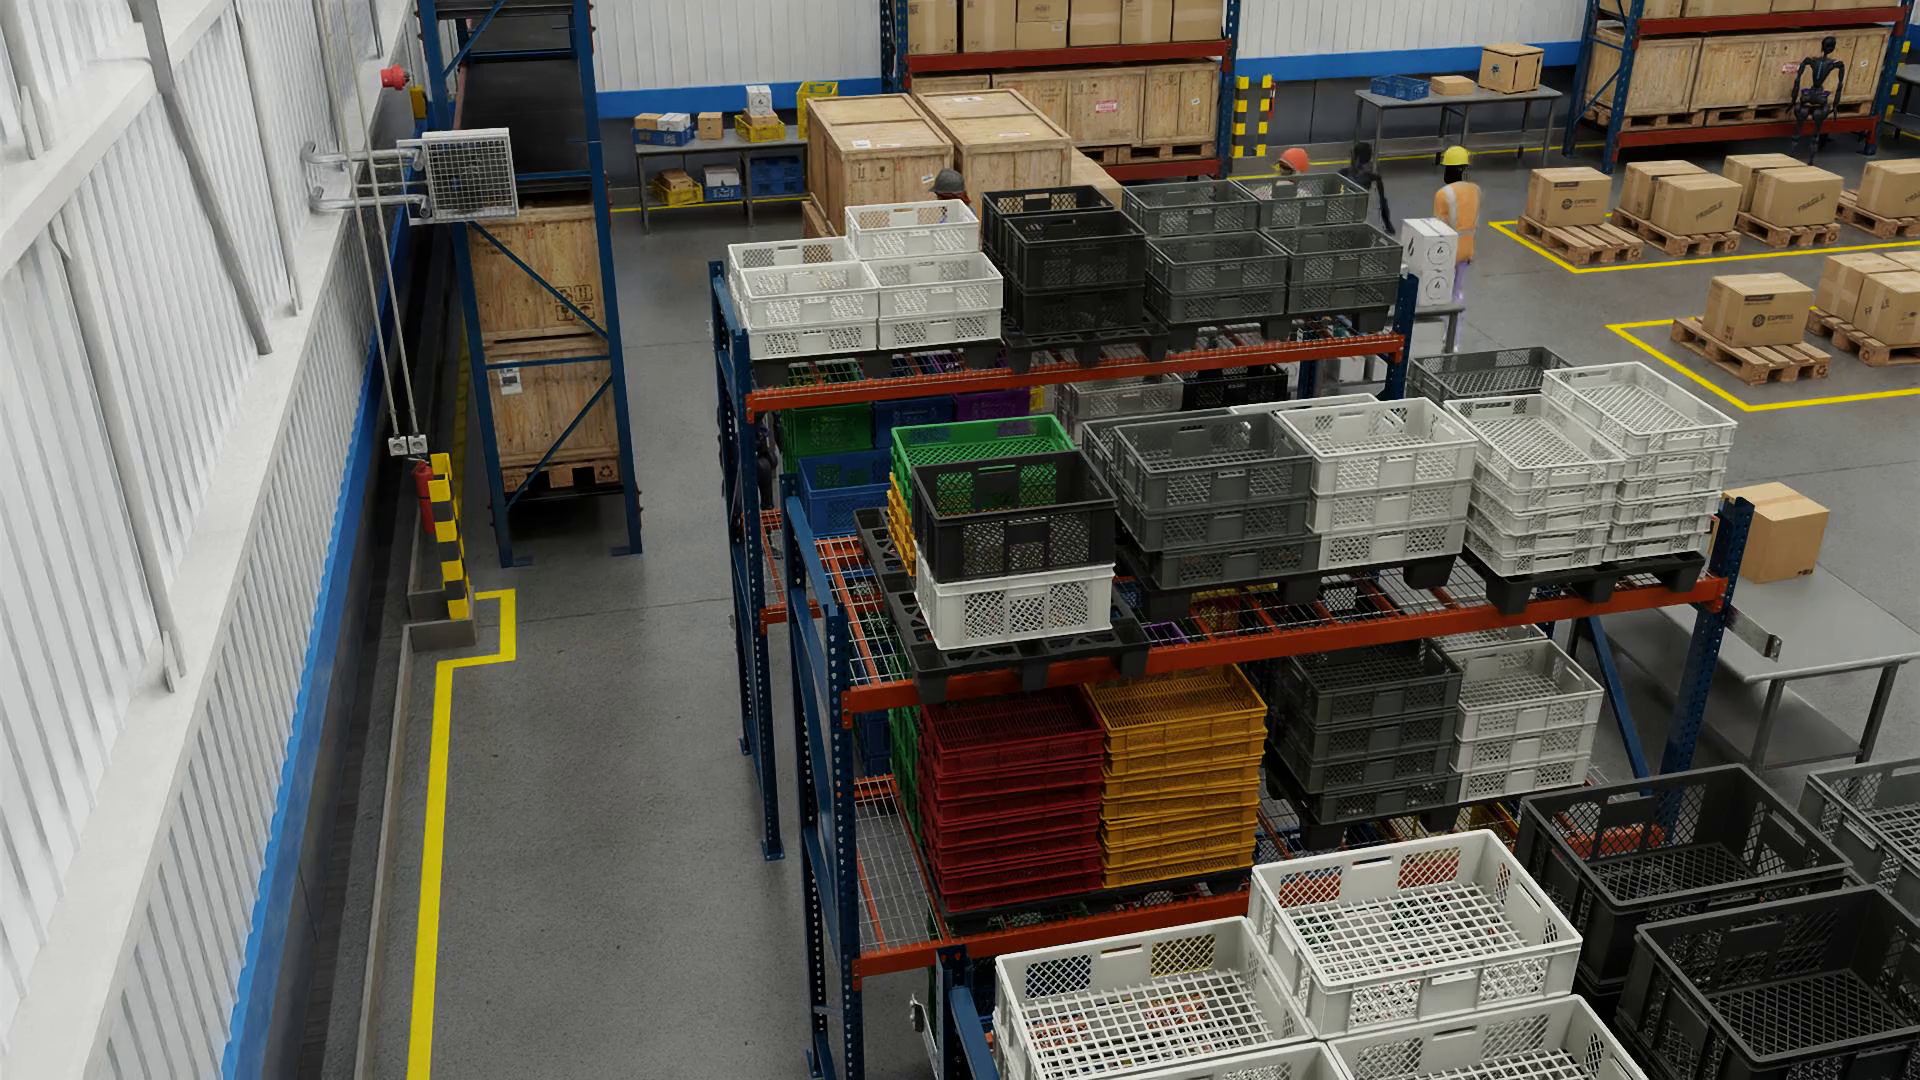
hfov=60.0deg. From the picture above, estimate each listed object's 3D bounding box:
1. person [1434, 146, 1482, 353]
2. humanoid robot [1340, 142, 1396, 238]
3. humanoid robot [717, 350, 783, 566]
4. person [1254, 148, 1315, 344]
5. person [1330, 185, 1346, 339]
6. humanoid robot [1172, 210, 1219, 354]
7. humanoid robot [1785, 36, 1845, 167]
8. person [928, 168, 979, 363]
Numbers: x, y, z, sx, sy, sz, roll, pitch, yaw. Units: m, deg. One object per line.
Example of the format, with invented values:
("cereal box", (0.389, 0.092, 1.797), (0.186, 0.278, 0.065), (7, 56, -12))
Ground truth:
("person", (4.520, -2.663, 15.356), (0.612, 1.890, 0.554), (-16, 32, -28))
("humanoid robot", (3.904, -3.134, 16.541), (0.817, 1.616, 0.533), (-19, 33, -32))
("humanoid robot", (-1.445, -0.575, 11.624), (0.330, 1.647, 0.594), (24, 36, 37))
("person", (2.955, -2.604, 15.207), (0.625, 1.954, 0.833), (15, 31, 26))
("person", (3.293, -2.292, 14.789), (0.314, 1.768, 0.524), (-19, 33, -32))
("humanoid robot", (2.066, -2.115, 14.559), (0.708, 1.633, 0.413), (-1, 28, -2))
("humanoid robot", (10.752, -5.494, 20.945), (0.609, 1.657, 0.315), (18, 33, 30))
("person", (-0.107, -2.202, 14.325), (0.536, 2.000, 0.679), (7, 29, 13))
